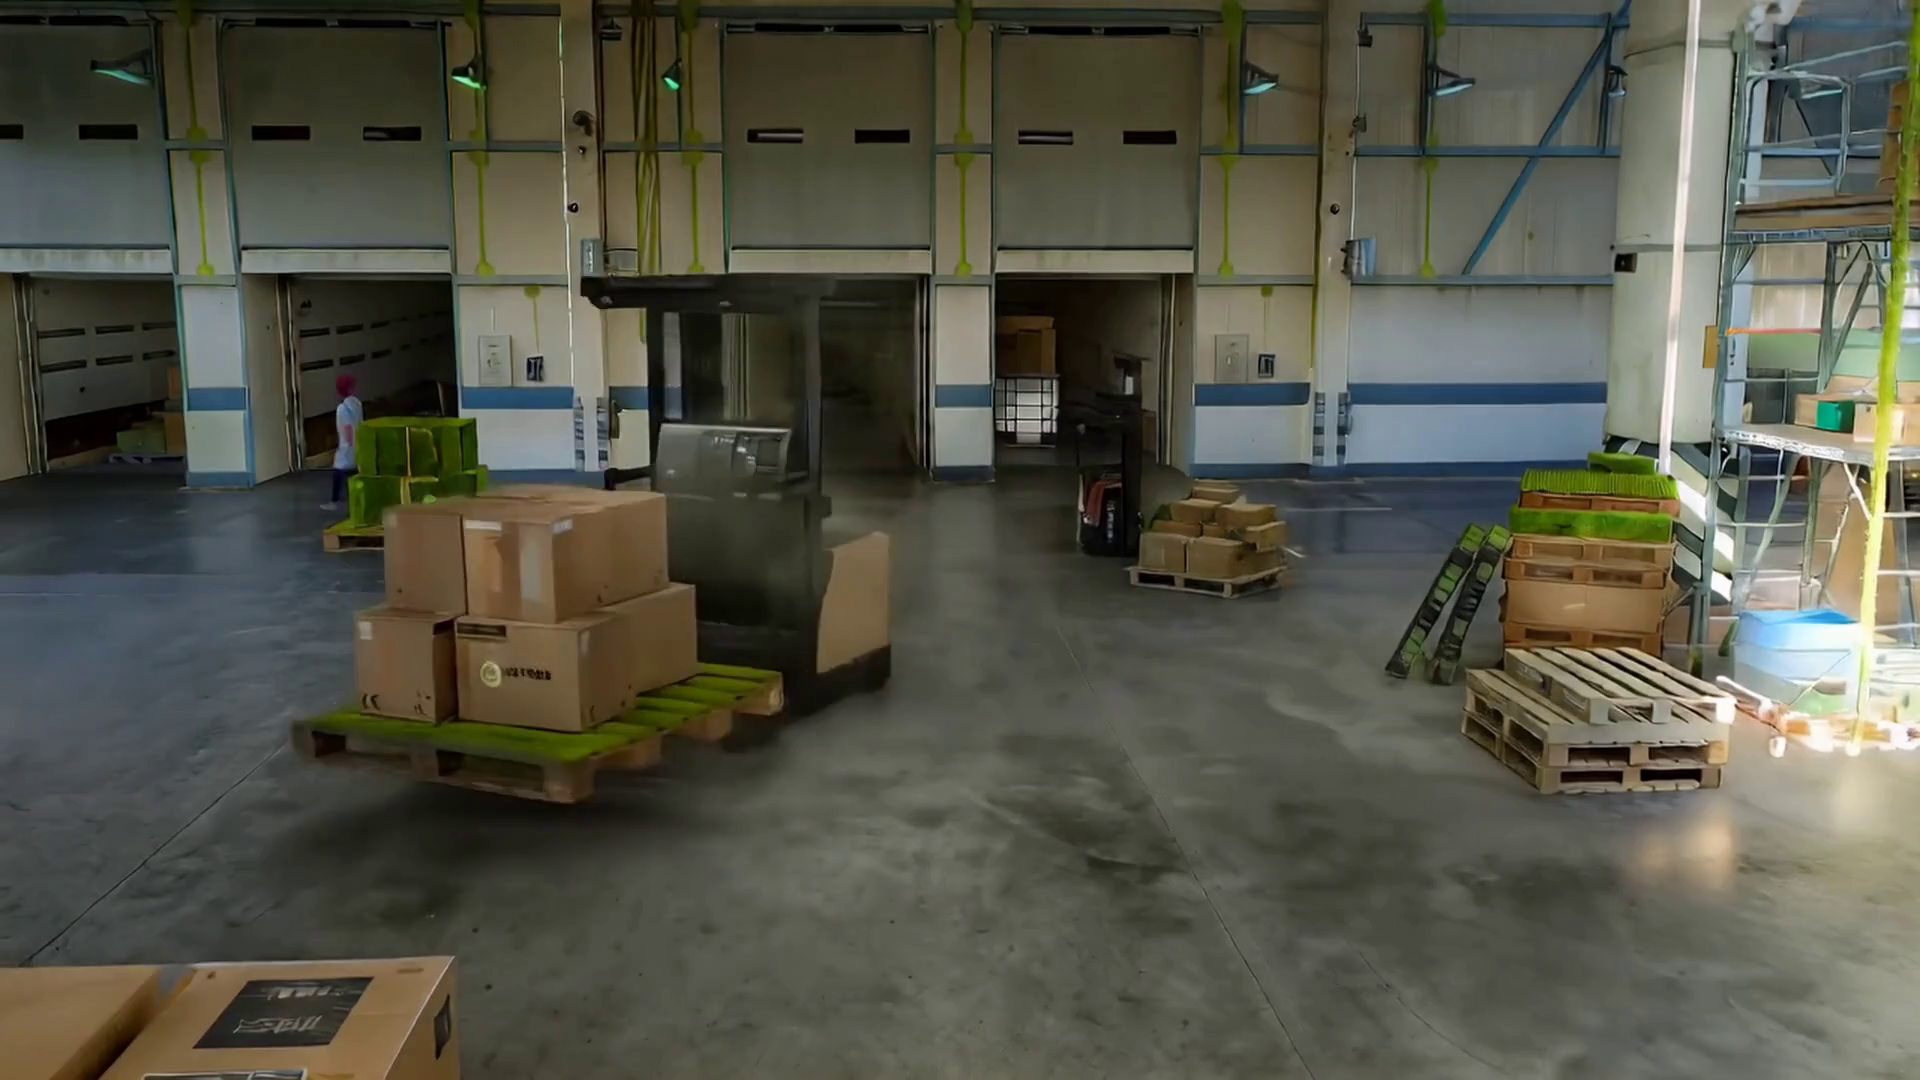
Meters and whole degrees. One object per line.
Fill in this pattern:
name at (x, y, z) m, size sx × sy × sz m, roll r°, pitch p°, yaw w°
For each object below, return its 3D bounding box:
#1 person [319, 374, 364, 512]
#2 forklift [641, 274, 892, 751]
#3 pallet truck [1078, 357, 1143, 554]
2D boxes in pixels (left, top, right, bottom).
person at (-7.205, -1.153, 19.824) m, size 0.880 × 1.656 × 0.532 m, roll 1°, pitch 9°, yaw 7°
forklift at (-1.297, -0.292, 10.580) m, size 1.129 × 2.768 × 1.873 m, roll 4°, pitch 10°, yaw 24°
pallet truck at (2.088, -0.836, 16.757) m, size 1.885 × 1.965 × 0.823 m, roll 2°, pitch 9°, yaw 13°
